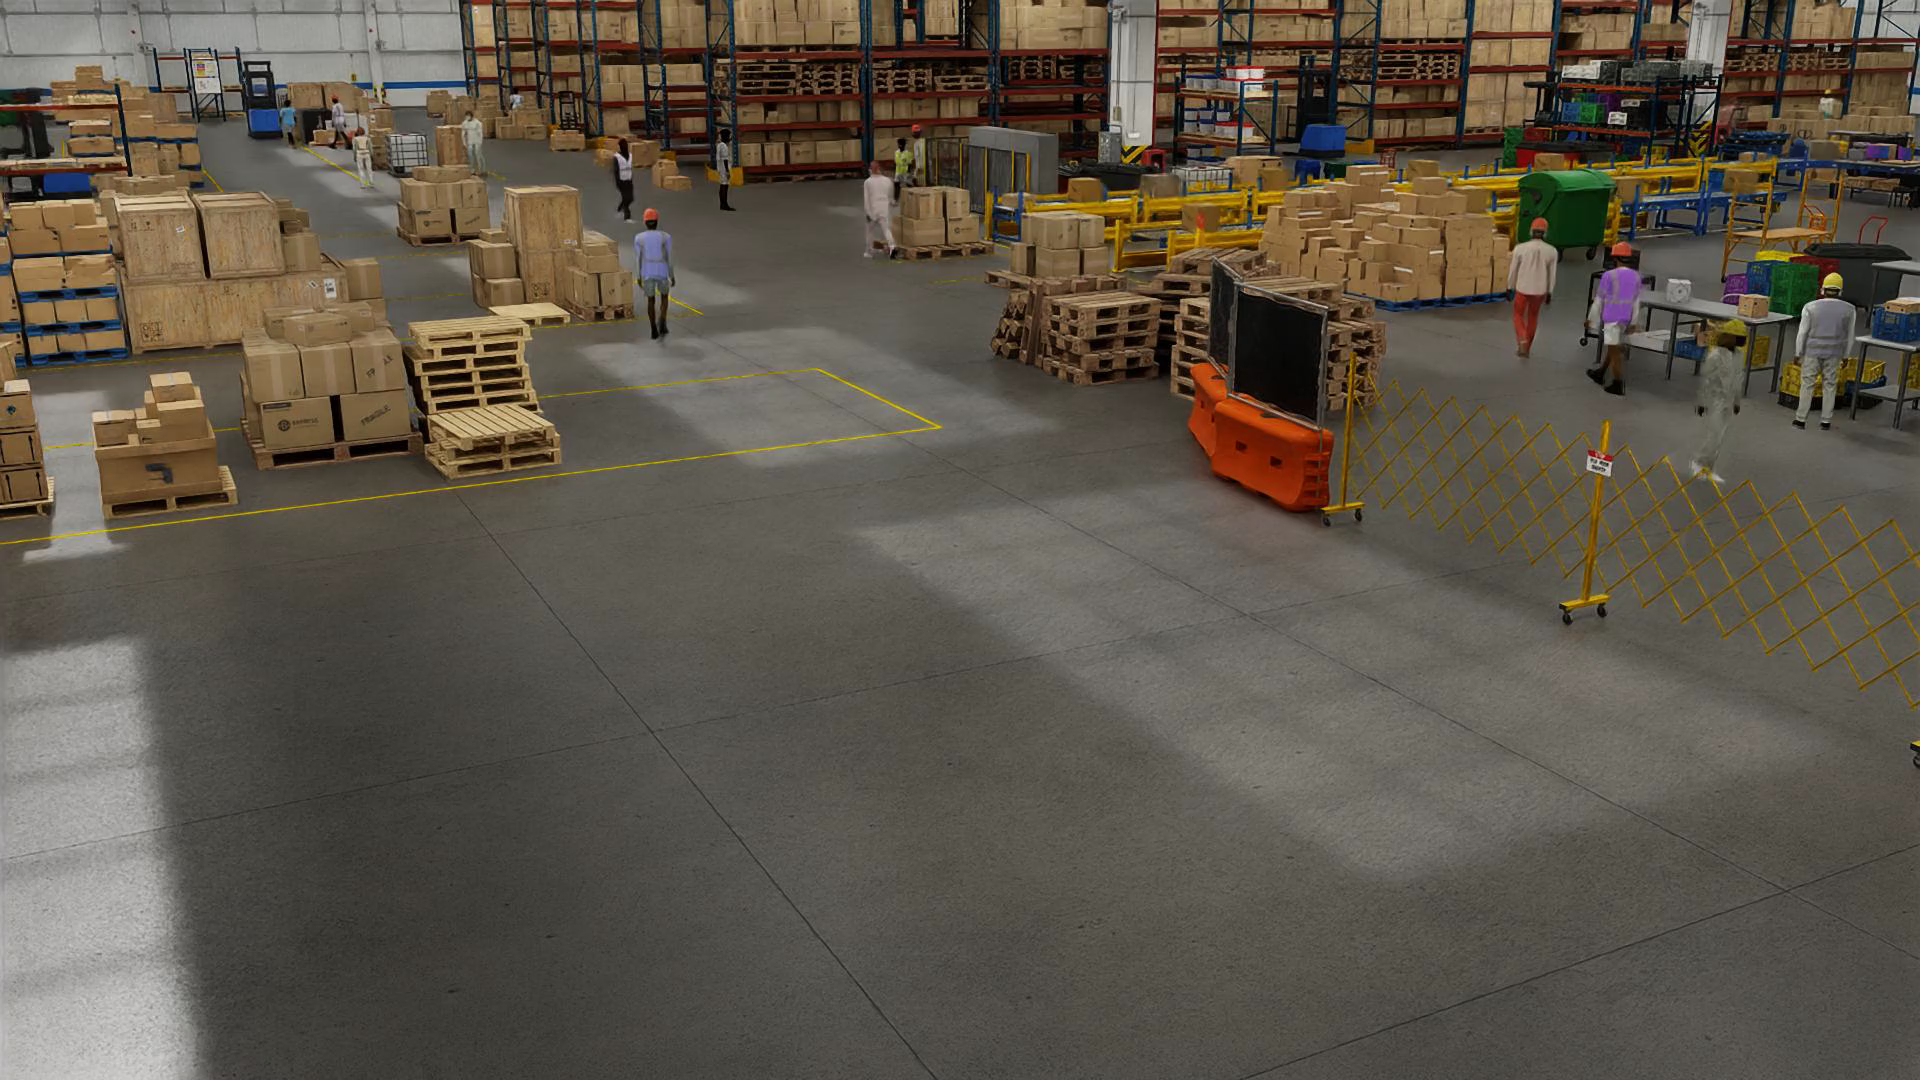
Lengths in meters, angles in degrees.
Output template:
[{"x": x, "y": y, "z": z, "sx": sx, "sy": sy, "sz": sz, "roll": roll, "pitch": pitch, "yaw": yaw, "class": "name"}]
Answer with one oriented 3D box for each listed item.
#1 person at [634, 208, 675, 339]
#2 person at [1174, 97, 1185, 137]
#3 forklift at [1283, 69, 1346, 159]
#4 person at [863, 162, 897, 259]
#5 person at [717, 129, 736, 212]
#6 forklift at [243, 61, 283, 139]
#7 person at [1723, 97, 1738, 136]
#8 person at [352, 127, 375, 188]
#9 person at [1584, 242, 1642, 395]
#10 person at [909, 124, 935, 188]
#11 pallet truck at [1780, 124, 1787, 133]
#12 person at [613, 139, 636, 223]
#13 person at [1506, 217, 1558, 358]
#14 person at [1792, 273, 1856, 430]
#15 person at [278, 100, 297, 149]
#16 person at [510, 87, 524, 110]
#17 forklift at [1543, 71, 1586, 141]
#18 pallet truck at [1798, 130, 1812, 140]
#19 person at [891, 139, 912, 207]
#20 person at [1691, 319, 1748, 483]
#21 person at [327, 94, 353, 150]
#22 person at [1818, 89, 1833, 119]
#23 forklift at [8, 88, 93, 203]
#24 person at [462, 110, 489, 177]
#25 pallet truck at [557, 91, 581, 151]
[{"x": -4.539, "y": -3.982, "z": 24.798, "sx": 0.589, "sy": 1.914, "sz": 0.603, "roll": -2, "pitch": 18, "yaw": -6, "class": "person"}, {"x": 8.186, "y": -15.790, "z": 62.095, "sx": 0.517, "sy": 1.620, "sz": 0.619, "roll": -10, "pitch": 20, "yaw": -28, "class": "person"}, {"x": 11.615, "y": -13.871, "z": 54.079, "sx": 1.129, "sy": 2.768, "sz": 1.873, "roll": -9, "pitch": 20, "yaw": -27, "class": "forklift"}, {"x": -1.583, "y": -6.450, "z": 32.570, "sx": 0.635, "sy": 1.876, "sz": 0.875, "roll": -10, "pitch": 20, "yaw": -28, "class": "person"}, {"x": -5.669, "y": -8.920, "z": 40.129, "sx": 0.380, "sy": 1.958, "sz": 0.603, "roll": -7, "pitch": 19, "yaw": -21, "class": "person"}, {"x": -26.183, "y": -16.517, "z": 62.328, "sx": 1.129, "sy": 2.768, "sz": 1.873, "roll": -9, "pitch": 20, "yaw": -26, "class": "forklift"}, {"x": 25.611, "y": -13.779, "z": 55.371, "sx": 0.594, "sy": 1.890, "sz": 0.666, "roll": -3, "pitch": 18, "yaw": -10, "class": "person"}, {"x": -16.238, "y": -10.406, "z": 45.276, "sx": 0.523, "sy": 1.638, "sz": 0.311, "roll": -7, "pitch": 19, "yaw": -21, "class": "person"}, {"x": 8.349, "y": -2.864, "z": 21.362, "sx": 0.568, "sy": 1.891, "sz": 0.957, "roll": -6, "pitch": 19, "yaw": -18, "class": "person"}, {"x": -0.855, "y": -9.328, "z": 41.356, "sx": 0.964, "sy": 1.998, "sz": 0.647, "roll": -6, "pitch": 19, "yaw": -17, "class": "person"}, {"x": 25.206, "y": -12.542, "z": 52.601, "sx": 1.601, "sy": 1.201, "sz": 0.680, "roll": 0, "pitch": 18, "yaw": -2, "class": "pallet truck"}, {"x": -7.693, "y": -8.201, "z": 37.981, "sx": 0.566, "sy": 1.902, "sz": 0.595, "roll": 11, "pitch": 21, "yaw": 30, "class": "person"}, {"x": 7.977, "y": -3.496, "z": 23.184, "sx": 0.645, "sy": 1.977, "sz": 0.587, "roll": 2, "pitch": 18, "yaw": 7, "class": "person"}, {"x": 10.029, "y": -2.188, "z": 19.344, "sx": 0.600, "sy": 1.829, "sz": 0.404, "roll": 5, "pitch": 18, "yaw": 15, "class": "person"}, {"x": -23.409, "y": -14.465, "z": 57.892, "sx": 0.862, "sy": 1.639, "sz": 0.555, "roll": 12, "pitch": 22, "yaw": 34, "class": "person"}, {"x": -17.689, "y": -17.242, "z": 66.498, "sx": 0.541, "sy": 1.696, "sz": 0.317, "roll": -9, "pitch": 20, "yaw": -26, "class": "person"}, {"x": 18.685, "y": -13.231, "z": 52.085, "sx": 1.873, "sy": 2.768, "sz": 1.129, "roll": -9, "pitch": 20, "yaw": -26, "class": "forklift"}, {"x": 25.526, "y": -11.556, "z": 49.408, "sx": 1.630, "sy": 1.274, "sz": 0.653, "roll": -9, "pitch": 20, "yaw": -26, "class": "pallet truck"}, {"x": -1.403, "y": -9.110, "z": 41.216, "sx": 0.543, "sy": 1.654, "sz": 0.862, "roll": 10, "pitch": 20, "yaw": 29, "class": "person"}, {"x": 7.842, "y": -1.418, "z": 17.110, "sx": 0.513, "sy": 1.728, "sz": 0.391, "roll": -9, "pitch": 20, "yaw": -26, "class": "person"}, {"x": -21.512, "y": -14.454, "z": 57.505, "sx": 0.986, "sy": 1.886, "sz": 0.563, "roll": 2, "pitch": 18, "yaw": 6, "class": "person"}, {"x": 33.229, "y": -16.421, "z": 63.847, "sx": 0.643, "sy": 1.746, "sz": 0.535, "roll": -8, "pitch": 20, "yaw": -24, "class": "person"}, {"x": -22.896, "y": -9.837, "z": 41.502, "sx": 1.873, "sy": 2.768, "sz": 1.129, "roll": -9, "pitch": 20, "yaw": -26, "class": "forklift"}, {"x": -14.060, "y": -11.473, "z": 48.158, "sx": 0.705, "sy": 1.915, "sz": 0.506, "roll": 5, "pitch": 18, "yaw": 15, "class": "person"}, {"x": -13.495, "y": -14.412, "z": 57.188, "sx": 0.823, "sy": 1.965, "sz": 1.885, "roll": -3, "pitch": 18, "yaw": -9, "class": "pallet truck"}]
